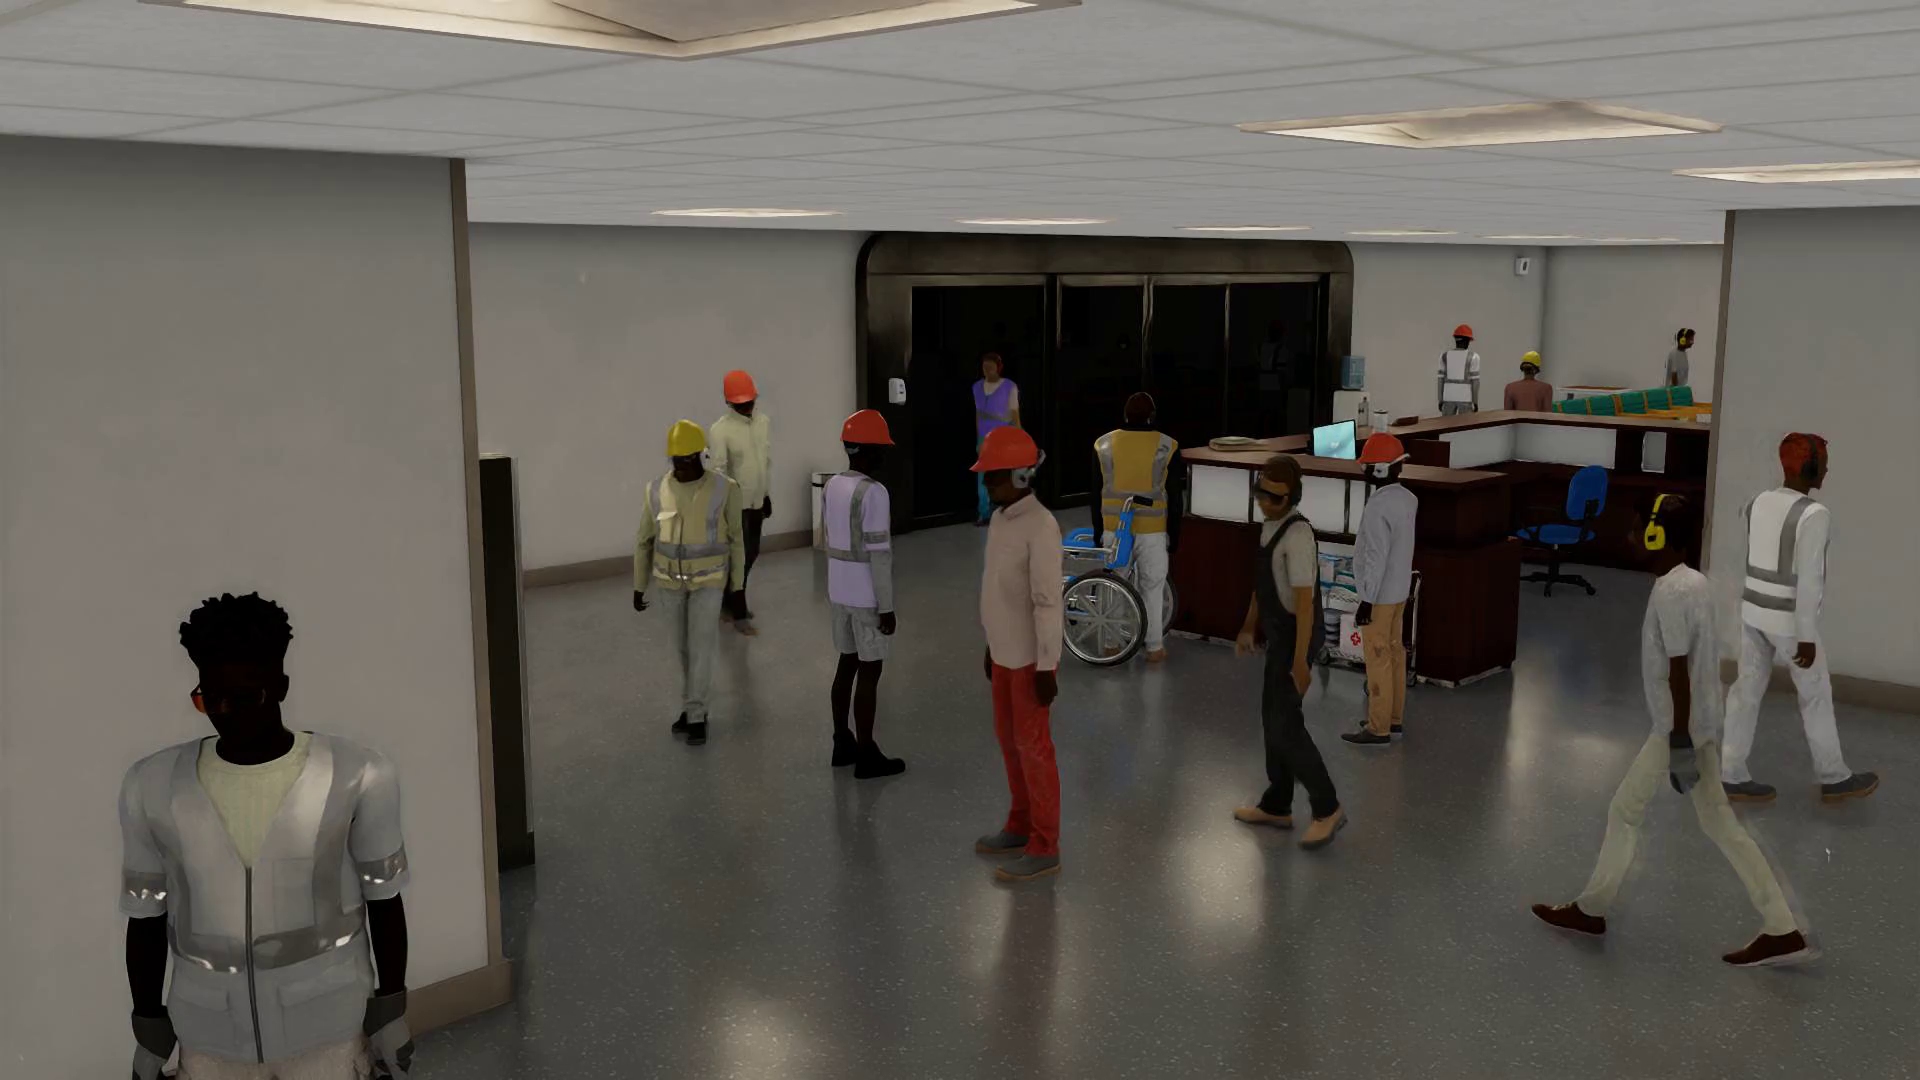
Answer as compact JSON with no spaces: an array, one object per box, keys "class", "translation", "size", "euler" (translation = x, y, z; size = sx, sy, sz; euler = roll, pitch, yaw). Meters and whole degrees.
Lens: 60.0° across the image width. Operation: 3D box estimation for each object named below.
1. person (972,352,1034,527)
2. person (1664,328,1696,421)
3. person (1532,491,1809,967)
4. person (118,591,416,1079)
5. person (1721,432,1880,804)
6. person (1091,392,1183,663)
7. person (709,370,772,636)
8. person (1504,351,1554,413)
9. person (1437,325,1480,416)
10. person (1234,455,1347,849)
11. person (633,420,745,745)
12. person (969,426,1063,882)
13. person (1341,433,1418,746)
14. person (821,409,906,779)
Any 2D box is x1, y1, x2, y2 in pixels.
[{"class":"person","translation":[0.432,-1.056,17.276],"size":[0.578,1.820,0.734],"euler":[7,12,38]},{"class":"person","translation":[10.012,-2.042,23.249],"size":[0.518,1.838,0.434],"euler":[-9,13,-43]},{"class":"person","translation":[2.817,0.724,6.416],"size":[1.004,1.810,0.543],"euler":[7,12,37]},{"class":"person","translation":[-1.549,1.075,3.745],"size":[0.613,1.963,0.362],"euler":[-2,9,-11]},{"class":"person","translation":[4.194,0.398,8.230],"size":[0.869,1.850,0.606],"euler":[-2,9,-10]},{"class":"person","translation":[1.195,-0.081,11.250],"size":[0.628,1.835,0.429],"euler":[2,10,14]},{"class":"person","translation":[-1.639,-0.280,12.142],"size":[0.651,1.945,0.689],"euler":[5,11,30]},{"class":"person","translation":[6.173,-1.165,18.091],"size":[0.523,1.769,0.319],"euler":[5,11,28]},{"class":"person","translation":[6.553,-1.857,21.852],"size":[0.548,1.925,0.388],"euler":[7,11,35]},{"class":"person","translation":[1.558,0.494,7.766],"size":[0.468,1.827,0.693],"euler":[0,9,2]},{"class":"person","translation":[-1.543,0.230,9.396],"size":[0.624,1.816,0.502],"euler":[1,9,9]},{"class":"person","translation":[0.234,0.489,7.293],"size":[0.414,1.985,0.625],"euler":[-3,10,-19]},{"class":"person","translation":[2.346,0.273,9.316],"size":[0.335,1.748,0.572],"euler":[6,11,32]},{"class":"person","translation":[-0.501,0.280,8.747],"size":[0.377,1.931,0.545],"euler":[-6,11,-33]}]
